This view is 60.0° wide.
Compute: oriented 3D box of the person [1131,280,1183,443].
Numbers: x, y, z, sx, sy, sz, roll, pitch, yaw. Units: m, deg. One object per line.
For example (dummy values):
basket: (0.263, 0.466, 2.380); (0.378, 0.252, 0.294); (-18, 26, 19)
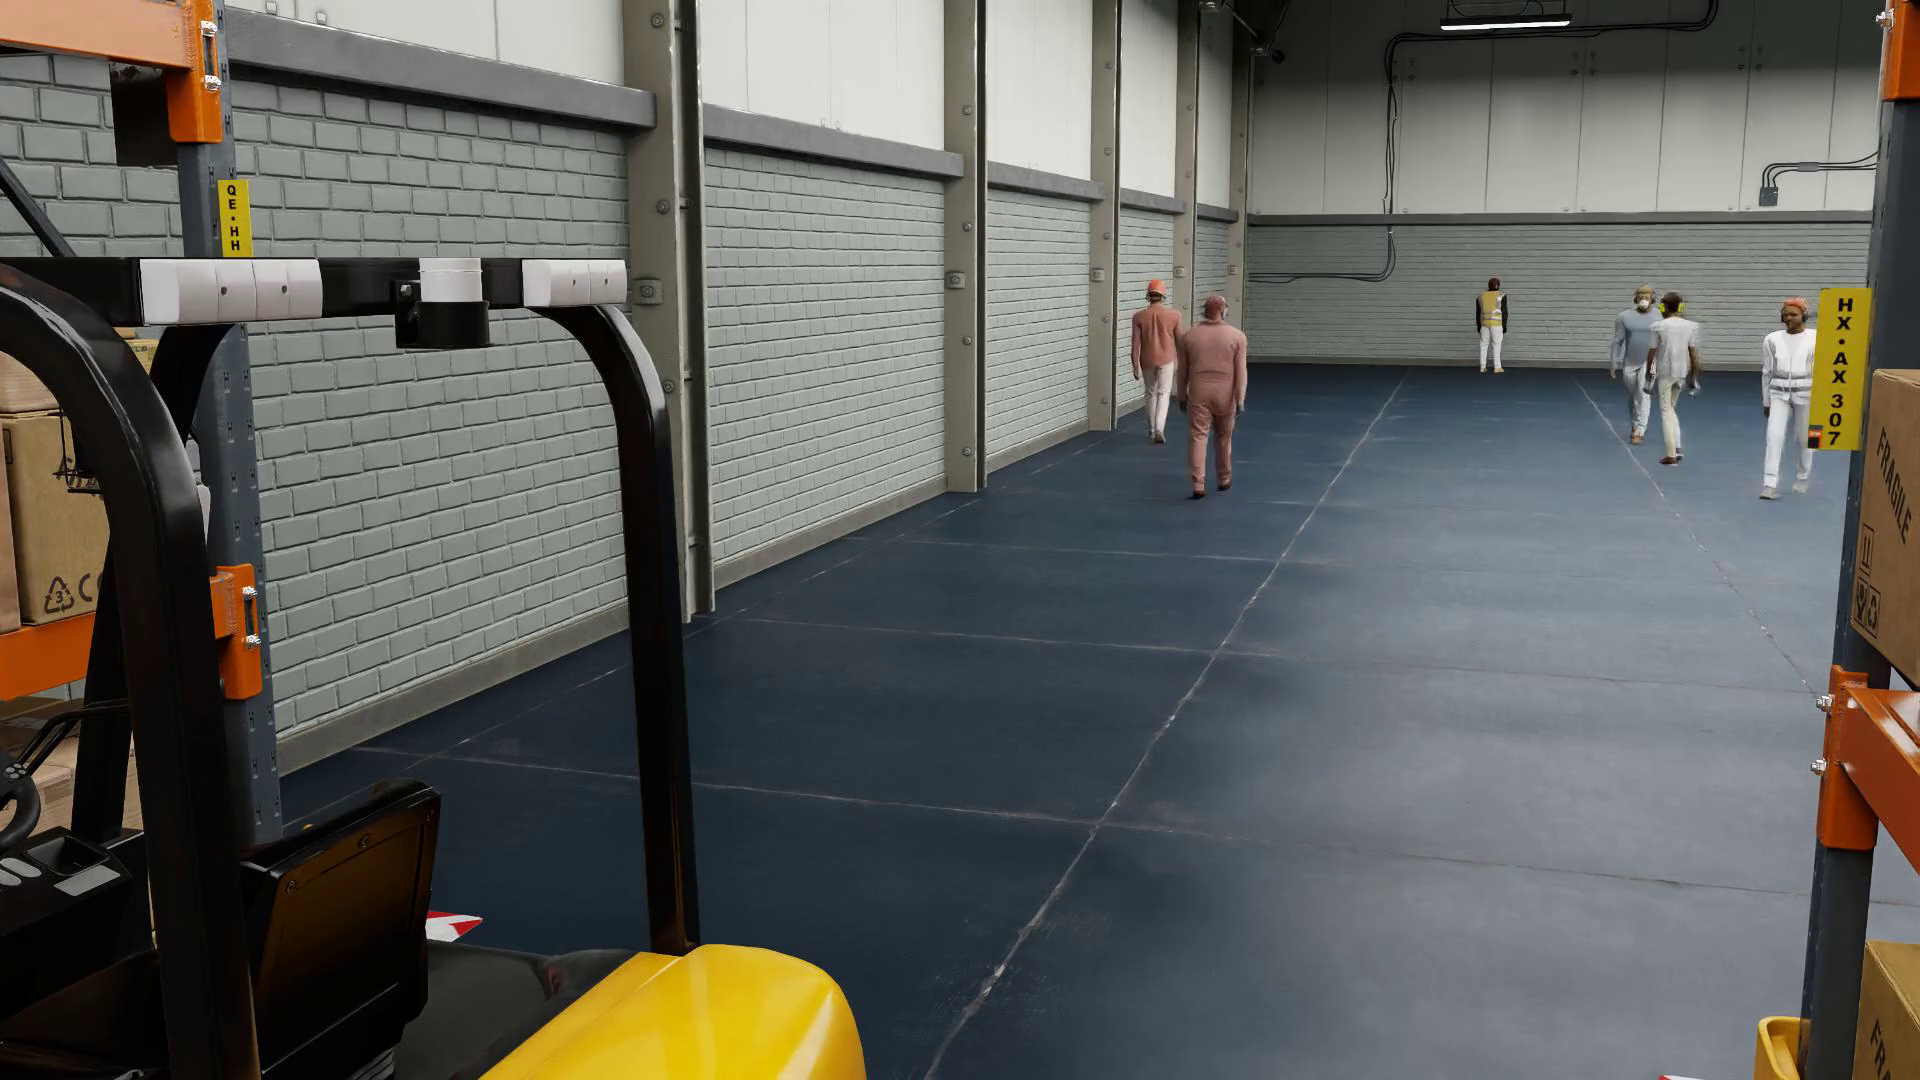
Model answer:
person: (2.374, -2.159, 20.074); (0.624, 1.962, 0.979); (2, 10, 14)

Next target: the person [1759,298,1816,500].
person: (7.697, -1.311, 15.345); (0.577, 1.849, 0.945); (7, 12, 38)

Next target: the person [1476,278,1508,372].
person: (10.401, -4.188, 32.499); (0.619, 1.837, 0.430); (8, 12, 40)

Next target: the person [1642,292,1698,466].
person: (7.566, -1.714, 17.741); (0.533, 1.840, 0.490); (-2, 10, -10)

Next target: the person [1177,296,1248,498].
person: (2.335, -1.335, 15.441); (0.666, 1.853, 0.991); (3, 10, 17)

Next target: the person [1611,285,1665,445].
person: (8.196, -2.121, 20.031); (0.643, 1.901, 0.992); (6, 11, 31)
